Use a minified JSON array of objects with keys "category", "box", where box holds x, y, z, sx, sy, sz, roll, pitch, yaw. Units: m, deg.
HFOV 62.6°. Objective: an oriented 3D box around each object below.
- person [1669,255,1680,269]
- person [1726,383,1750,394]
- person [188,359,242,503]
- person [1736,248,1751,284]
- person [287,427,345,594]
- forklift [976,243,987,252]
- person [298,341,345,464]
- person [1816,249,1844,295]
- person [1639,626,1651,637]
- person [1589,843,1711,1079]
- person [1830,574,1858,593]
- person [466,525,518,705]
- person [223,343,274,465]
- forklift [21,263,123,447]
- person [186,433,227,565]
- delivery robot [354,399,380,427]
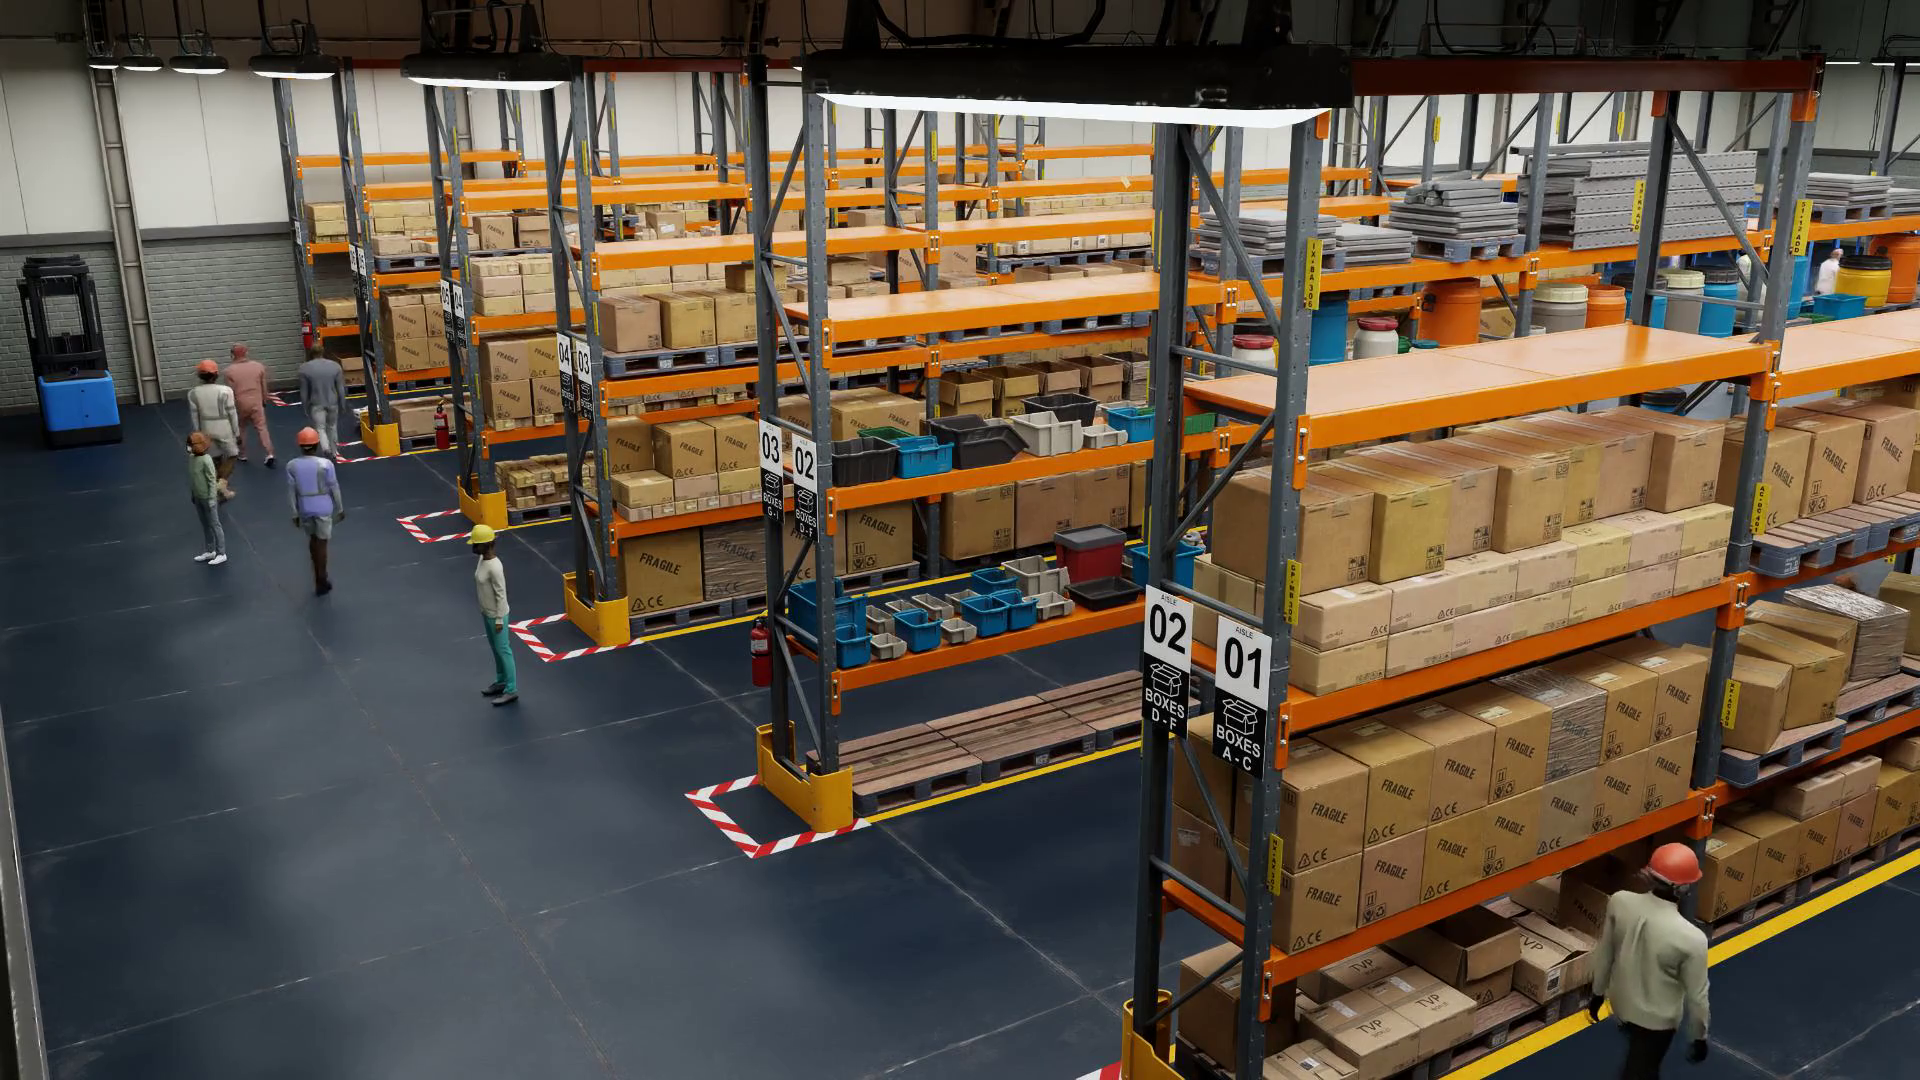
[{"category":"person","box":[17.316,-6.380,38.285,0.944,1.810,0.591,8,19,25]},{"category":"person","box":[14.528,-3.663,29.139,0.632,1.940,0.372,4,17,13]},{"category":"person","box":[-10.313,-1.491,21.868,0.636,2.025,0.558,0,17,-1]},{"category":"person","box":[18.309,-6.023,37.042,0.430,1.845,0.624,13,21,36]},{"category":"person","box":[-7.469,-0.378,18.395,0.545,1.912,0.786,1,17,2]},{"category":"forklift","box":[0.988,-5.474,34.718,1.214,2.155,2.313,-10,20,-31]},{"category":"person","box":[-9.637,-2.054,23.923,0.629,1.912,0.779,-9,19,-28]},{"category":"person","box":[19.758,-5.635,35.710,0.667,1.883,0.660,-2,17,-6]},{"category":"person","box":[6.707,0.519,15.763,0.817,1.732,0.535,-12,21,-35]},{"category":"person","box":[3.787,2.571,8.690,1.019,1.948,0.643,-8,19,-24]},{"category":"person","box":[7.763,1.097,14.114,0.818,1.597,0.503,-12,21,-34]},{"category":"person","box":[-4.493,0.703,15.117,0.326,1.767,0.533,-10,20,-30]},{"category":"person","box":[-10.846,-2.073,24.067,0.644,1.866,0.973,-16,23,-42]},{"category":"forklift","box":[-14.518,-3.079,25.708,1.129,2.768,1.873,-10,20,-31]},{"category":"person","box":[-9.269,-0.519,19.342,0.498,1.636,0.286,12,21,35]},{"category":"delivery robot","box":[-9.704,-2.109,26.294,0.707,0.478,0.477,-15,23,-40]}]
